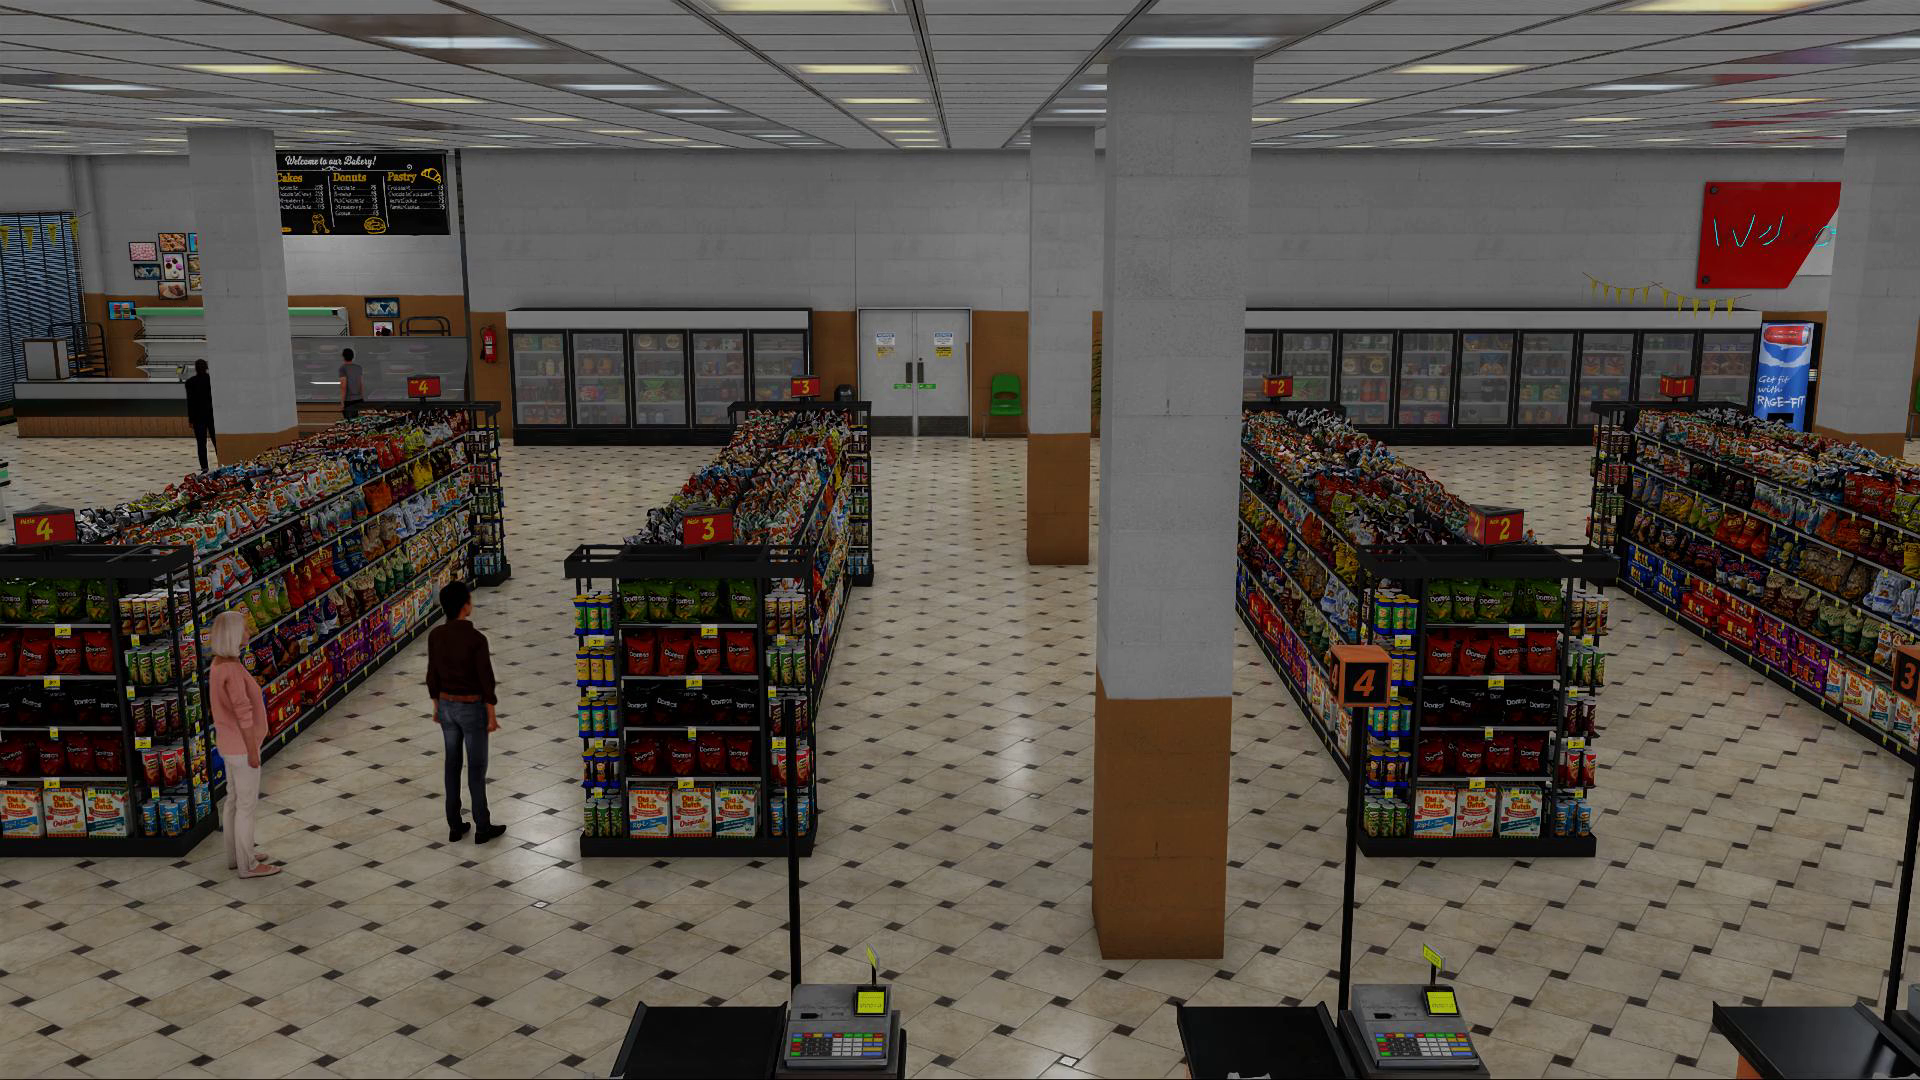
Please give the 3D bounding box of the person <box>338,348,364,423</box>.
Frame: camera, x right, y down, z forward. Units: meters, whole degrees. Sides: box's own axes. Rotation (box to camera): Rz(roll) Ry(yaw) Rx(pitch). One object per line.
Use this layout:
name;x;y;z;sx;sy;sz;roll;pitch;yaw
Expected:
person;-10.090;-2.309;27.603;0.759;1.754;0.626;6;13;27

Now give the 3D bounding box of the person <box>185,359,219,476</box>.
person;-11.429;-1.836;25.204;0.783;1.817;0.831;-11;16;-41

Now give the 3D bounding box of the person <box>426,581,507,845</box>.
person;-3.328;1.149;11.116;0.704;1.781;0.645;4;13;19

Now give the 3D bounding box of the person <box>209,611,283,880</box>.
person;-4.595;1.288;10.593;0.744;1.725;0.661;-9;15;-38
